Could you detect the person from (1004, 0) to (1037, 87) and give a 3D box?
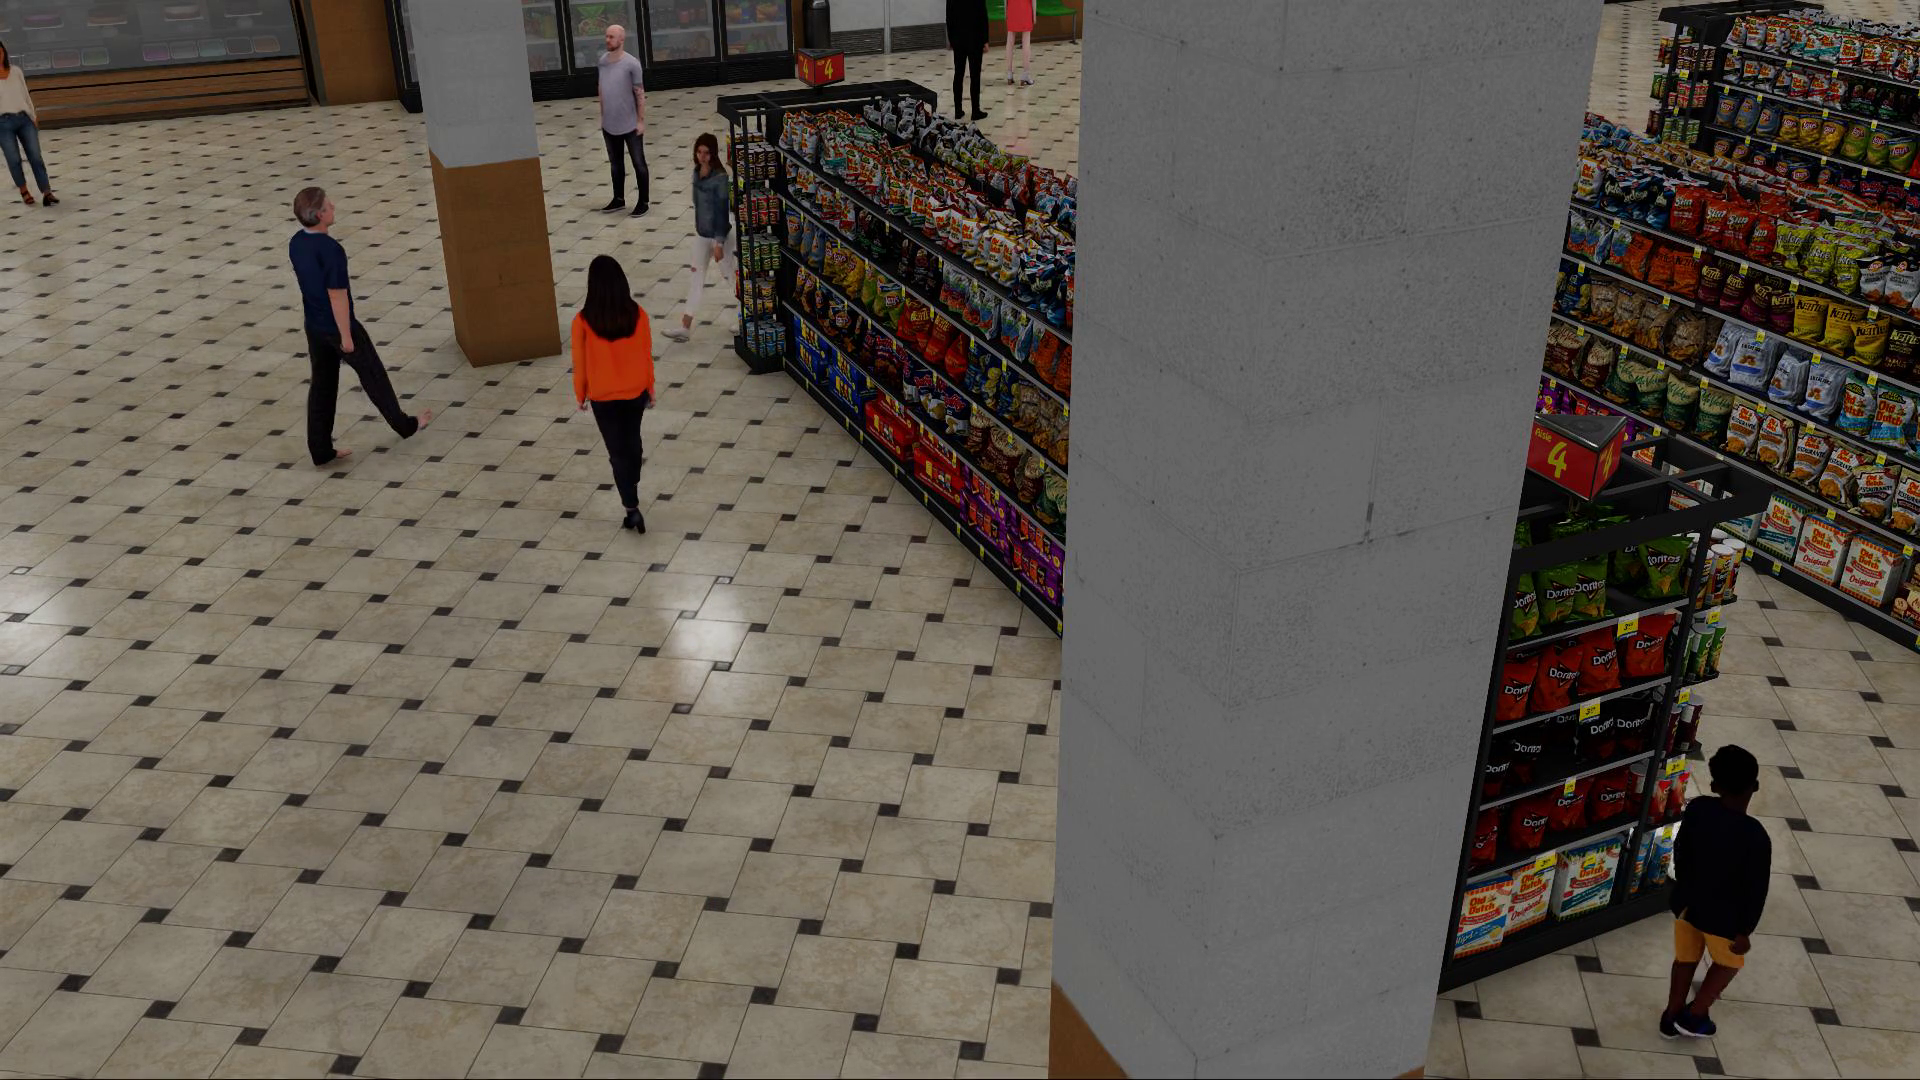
[{"bbox_3d":[0.782,-6.930,21.883,0.640,1.828,0.721,12,29,22],"label":"person"}]

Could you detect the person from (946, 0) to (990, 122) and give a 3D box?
[{"bbox_3d":[0.091,-6.040,20.055,0.774,1.894,0.845,11,29,20],"label":"person"}]

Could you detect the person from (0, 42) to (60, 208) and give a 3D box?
[{"bbox_3d":[-9.467,-4.143,16.587,0.853,1.648,1.108,-23,35,-38],"label":"person"}]

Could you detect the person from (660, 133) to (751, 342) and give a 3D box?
[{"bbox_3d":[-1.838,-2.359,13.075,0.905,1.643,1.111,-20,33,-34],"label":"person"}]

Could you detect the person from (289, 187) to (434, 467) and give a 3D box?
[{"bbox_3d":[-4.169,-1.343,10.855,1.144,1.837,1.075,18,32,31],"label":"person"}]

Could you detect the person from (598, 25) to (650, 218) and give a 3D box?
[{"bbox_3d":[-3.310,-4.123,16.338,0.732,1.838,0.823,14,30,25],"label":"person"}]

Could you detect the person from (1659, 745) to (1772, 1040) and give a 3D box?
[{"bbox_3d":[2.748,1.359,6.178,0.617,1.250,0.473,-13,30,-24],"label":"person"}]

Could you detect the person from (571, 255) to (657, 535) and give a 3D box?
[{"bbox_3d":[-2.012,-0.830,9.962,0.687,1.732,0.821,-16,31,-29],"label":"person"}]
